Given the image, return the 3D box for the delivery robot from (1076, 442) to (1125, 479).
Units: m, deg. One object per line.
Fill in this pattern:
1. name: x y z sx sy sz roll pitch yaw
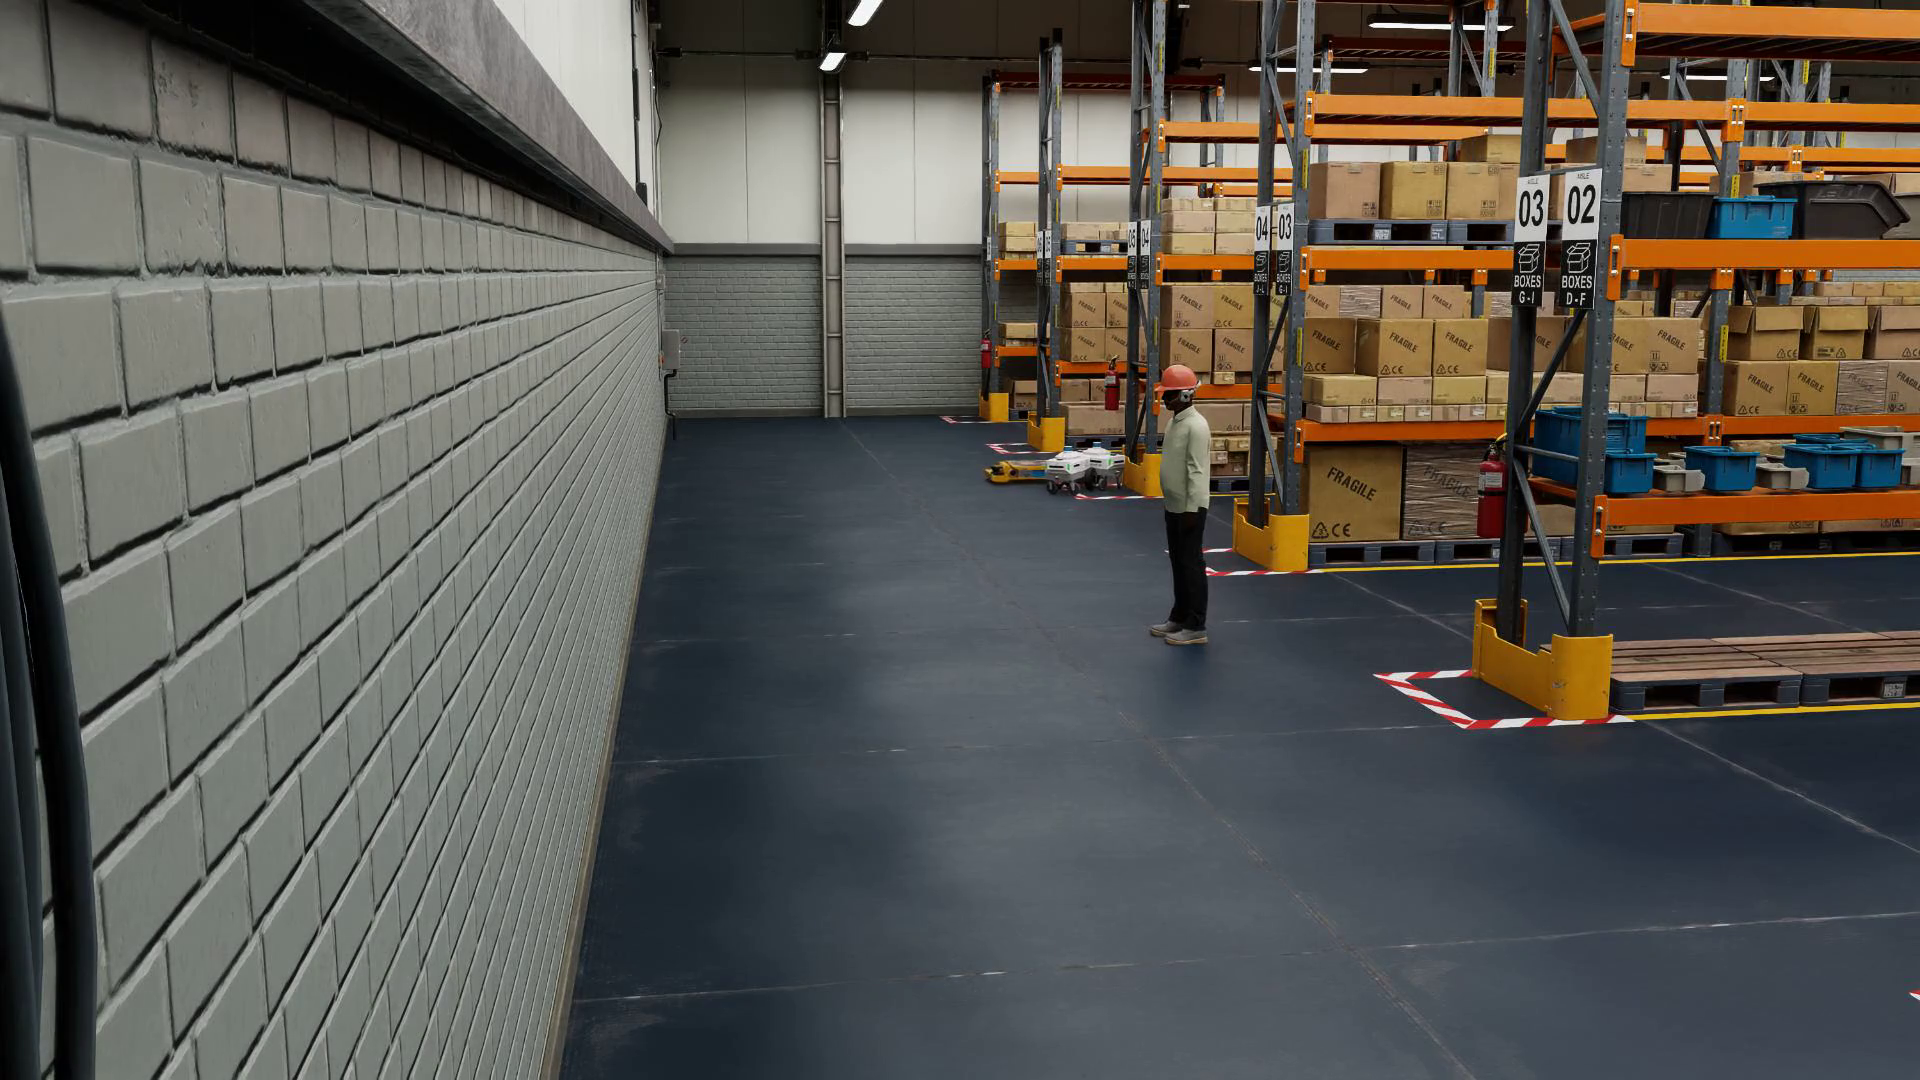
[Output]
1. delivery robot: 1.671 -0.953 20.308 0.707 0.478 0.477 9 13 44

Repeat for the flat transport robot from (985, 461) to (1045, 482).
1. flat transport robot: 1.068 -0.881 21.022 1.431 0.197 0.652 -1 9 -6

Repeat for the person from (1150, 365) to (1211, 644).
1. person: 1.576 -0.254 11.885 0.402 1.988 0.610 -2 9 -14

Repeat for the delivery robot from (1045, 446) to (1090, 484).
1. delivery robot: 1.284 -0.882 19.868 0.477 0.478 0.707 4 10 26
